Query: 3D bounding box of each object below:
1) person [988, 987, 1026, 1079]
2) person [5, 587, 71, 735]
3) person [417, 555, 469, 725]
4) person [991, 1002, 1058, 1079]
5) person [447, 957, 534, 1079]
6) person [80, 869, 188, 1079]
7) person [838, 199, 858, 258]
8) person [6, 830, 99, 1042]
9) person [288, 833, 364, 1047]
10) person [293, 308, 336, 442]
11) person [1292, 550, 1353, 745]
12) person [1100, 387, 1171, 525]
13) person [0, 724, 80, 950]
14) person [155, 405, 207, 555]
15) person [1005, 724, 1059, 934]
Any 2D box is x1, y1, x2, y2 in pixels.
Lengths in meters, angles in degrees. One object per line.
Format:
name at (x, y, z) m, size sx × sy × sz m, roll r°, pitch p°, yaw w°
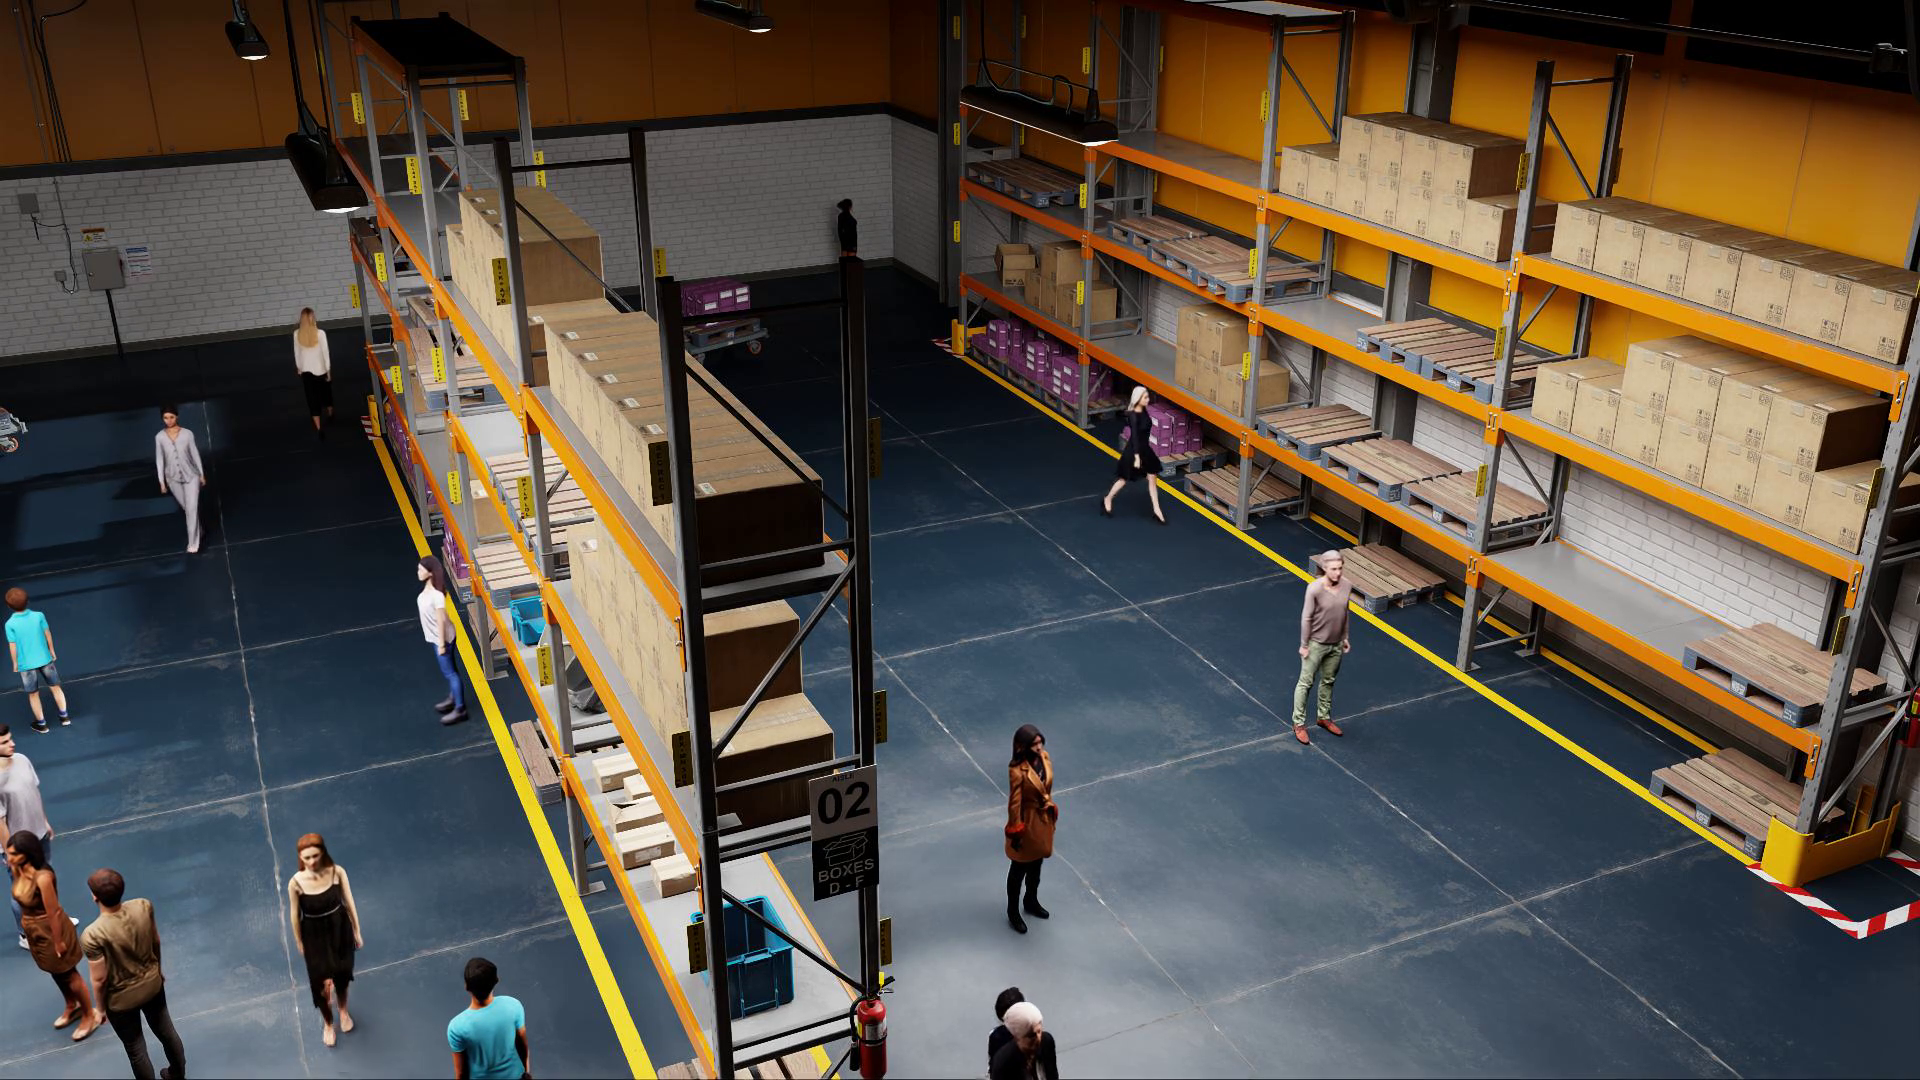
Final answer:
person at (0.346, 3.419, 10.573) m, size 0.819 × 1.207 × 0.917 m, roll 6°, pitch 24°, yaw 13°
person at (-8.663, 1.106, 15.561) m, size 0.581 × 1.449 × 0.585 m, roll 20°, pitch 30°, yaw 38°
person at (-4.869, 0.929, 15.677) m, size 0.648 × 1.681 × 0.461 m, roll -11°, pitch 26°, yaw -24°
person at (0.380, 3.339, 9.642) m, size 0.758 × 1.770 × 0.626 m, roll -13°, pitch 27°, yaw -27°
person at (-2.822, 3.308, 10.121) m, size 0.655 × 1.773 × 0.565 m, roll -16°, pitch 28°, yaw -32°
person at (-5.401, 2.938, 10.869) m, size 0.780 × 1.851 × 0.749 m, roll 12°, pitch 26°, yaw 25°
person at (-2.012, -5.352, 30.098) m, size 0.721 × 1.640 × 0.644 m, roll -20°, pitch 31°, yaw -38°
person at (-6.325, 2.731, 11.551) m, size 0.606 × 1.683 × 0.701 m, roll 14°, pitch 27°, yaw 29°
person at (-4.442, 2.720, 11.663) m, size 0.599 × 1.615 × 0.658 m, roll -14°, pitch 27°, yaw -29°
person at (-8.825, -2.212, 22.710) m, size 0.803 × 1.803 × 1.198 m, roll -5°, pitch 24°, yaw -12°
person at (3.367, 0.950, 15.391) m, size 0.689 × 1.872 × 0.582 m, roll -9°, pitch 25°, yaw -20°
person at (2.063, -1.007, 20.084) m, size 1.197 × 1.699 × 1.031 m, roll 13°, pitch 27°, yaw 28°
person at (-7.067, 2.201, 12.510) m, size 0.808 × 1.887 × 0.677 m, roll 1°, pitch 24°, yaw 1°
person at (-9.068, -0.734, 19.428) m, size 0.768 × 1.723 × 1.156 m, roll -5°, pitch 24°, yaw -12°
person at (0.535, 2.187, 12.750) m, size 0.730 × 1.720 × 0.771 m, roll 21°, pitch 31°, yaw 39°
